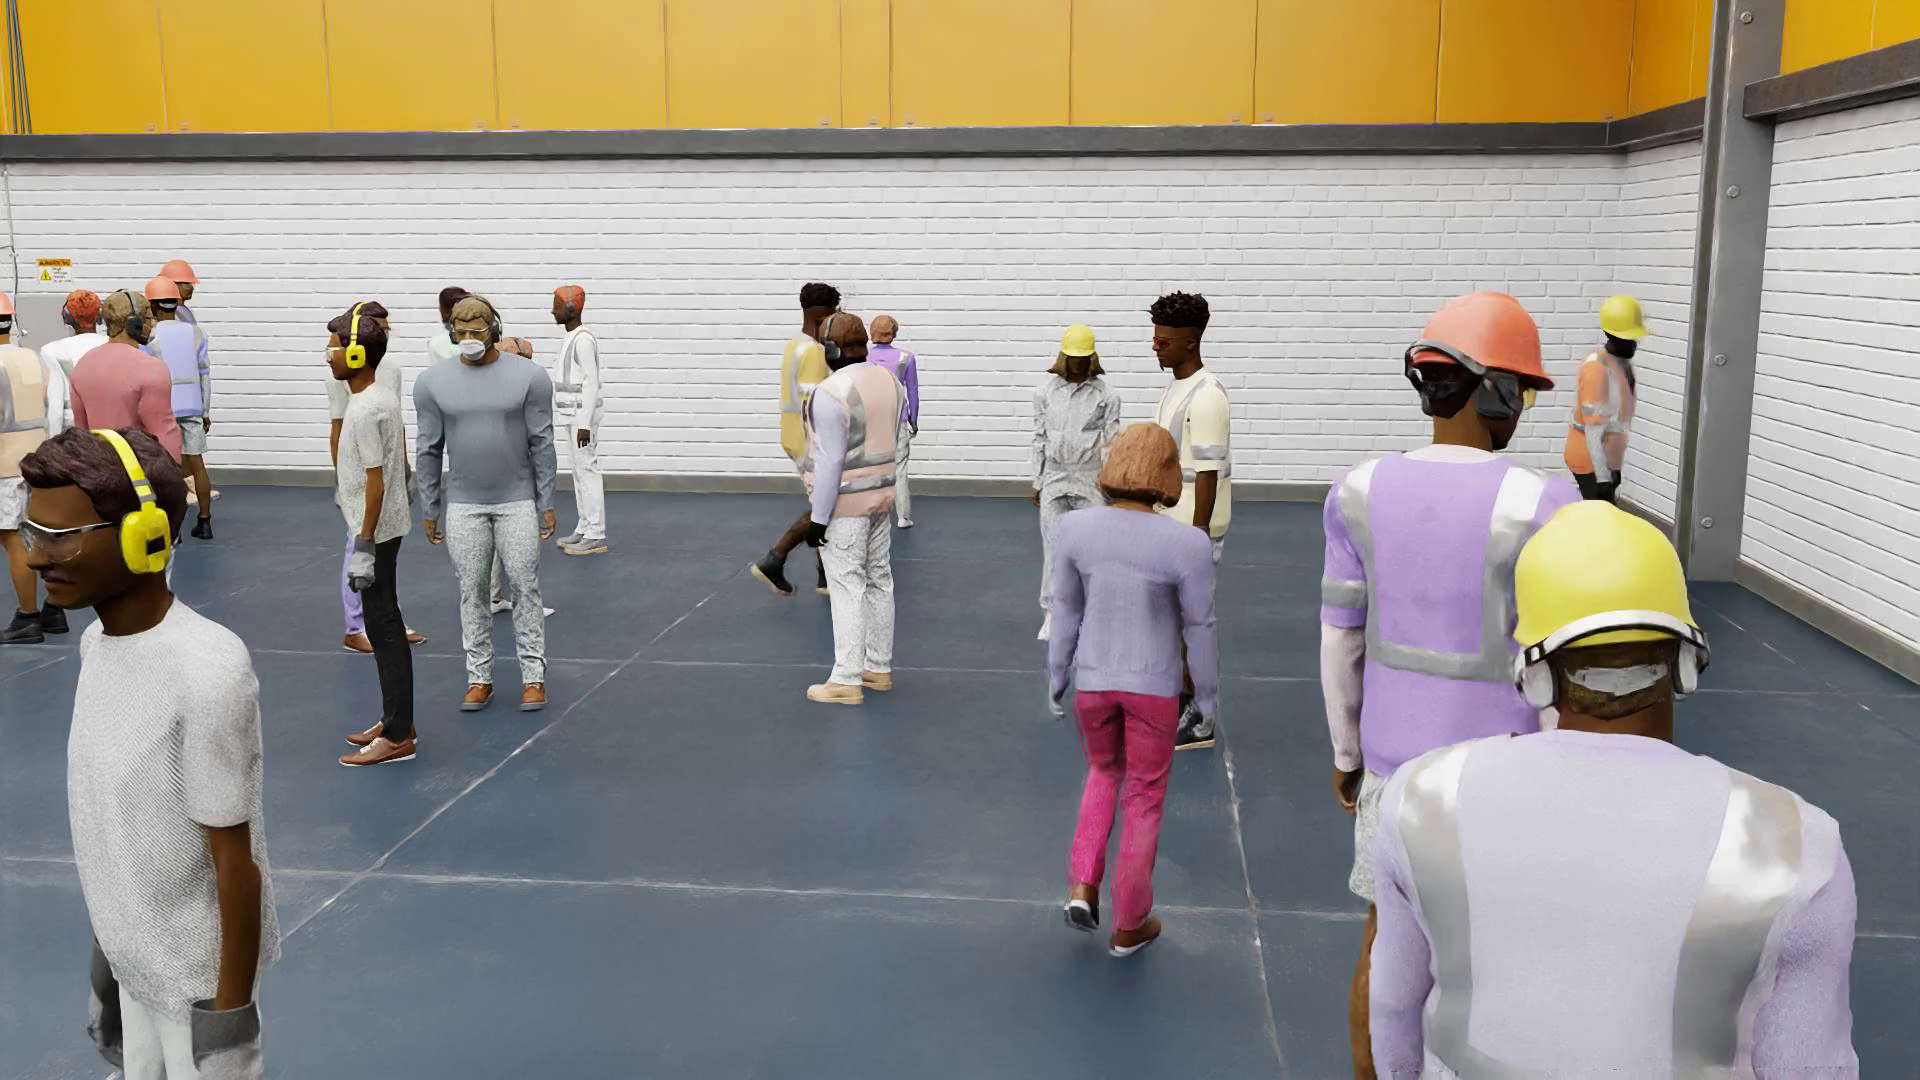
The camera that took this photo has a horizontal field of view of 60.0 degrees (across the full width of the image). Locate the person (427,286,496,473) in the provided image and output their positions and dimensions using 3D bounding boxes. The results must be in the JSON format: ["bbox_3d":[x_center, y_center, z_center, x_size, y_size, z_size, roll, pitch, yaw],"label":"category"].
[{"bbox_3d":[-3.308,-0.782,11.329,0.697,1.893,0.626,6,12,32],"label":"person"}]

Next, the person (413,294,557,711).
[{"bbox_3d":[-2.177,-0.160,7.676,0.632,1.928,0.392,-1,10,-8],"label":"person"}]

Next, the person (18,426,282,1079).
[{"bbox_3d":[-1.283,0.738,2.711,0.511,1.862,0.324,9,13,42],"label":"person"}]

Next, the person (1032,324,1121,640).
[{"bbox_3d":[0.627,-0.307,9.056,0.484,1.732,0.317,2,10,12],"label":"person"}]

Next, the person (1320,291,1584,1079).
[{"bbox_3d":[1.093,0.479,3.684,0.605,2.036,0.393,9,13,42],"label":"person"}]

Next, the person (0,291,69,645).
[{"bbox_3d":[-5.147,-0.397,8.997,0.381,1.931,0.548,1,10,7],"label":"person"}]

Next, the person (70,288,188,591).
[{"bbox_3d":[-4.057,-0.261,8.196,0.637,1.938,0.355,5,11,26],"label":"person"}]

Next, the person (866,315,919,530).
[{"bbox_3d":[-0.571,-0.889,12.658,0.522,1.636,0.310,0,10,1],"label":"person"}]

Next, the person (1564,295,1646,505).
[{"bbox_3d":[3.594,-0.427,9.367,0.472,1.887,0.637,7,12,36],"label":"person"}]

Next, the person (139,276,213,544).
[{"bbox_3d":[-5.723,-0.939,12.091,0.366,1.935,0.546,8,13,38],"label":"person"}]

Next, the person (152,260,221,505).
[{"bbox_3d":[-6.499,-1.317,13.952,0.374,2.043,0.608,-1,10,-5],"label":"person"}]

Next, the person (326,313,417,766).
[{"bbox_3d":[-2.456,-0.002,6.911,0.329,1.872,0.508,-2,10,-13],"label":"person"}]

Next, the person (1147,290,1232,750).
[{"bbox_3d":[0.966,-0.082,7.125,0.375,1.958,0.604,-1,10,-5],"label":"person"}]

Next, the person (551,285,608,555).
[{"bbox_3d":[-2.676,-0.841,11.675,0.337,1.882,0.585,-4,11,-22],"label":"person"}]

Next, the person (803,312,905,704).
[{"bbox_3d":[-0.523,-0.148,7.847,0.430,1.838,0.619,6,11,30],"label":"person"}]

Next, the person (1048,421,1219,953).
[{"bbox_3d":[0.529,0.449,5.029,0.534,1.619,0.347,5,11,29],"label":"person"}]

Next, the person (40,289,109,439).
[{"bbox_3d":[-5.386,-0.612,10.371,0.576,1.881,0.354,-10,14,-44],"label":"person"}]

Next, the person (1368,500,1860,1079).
[{"bbox_3d":[0.880,0.842,2.254,0.634,1.801,0.556,7,12,35],"label":"person"}]

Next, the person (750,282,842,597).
[{"bbox_3d":[-0.944,-0.583,10.063,0.797,1.931,0.741,-3,10,-16],"label":"person"}]

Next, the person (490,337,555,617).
[{"bbox_3d":[-2.588,-0.354,9.621,0.513,1.630,0.318,6,12,33],"label":"person"}]

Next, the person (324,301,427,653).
[{"bbox_3d":[-3.113,-0.331,8.832,0.327,1.862,0.511,5,11,27],"label":"person"}]
